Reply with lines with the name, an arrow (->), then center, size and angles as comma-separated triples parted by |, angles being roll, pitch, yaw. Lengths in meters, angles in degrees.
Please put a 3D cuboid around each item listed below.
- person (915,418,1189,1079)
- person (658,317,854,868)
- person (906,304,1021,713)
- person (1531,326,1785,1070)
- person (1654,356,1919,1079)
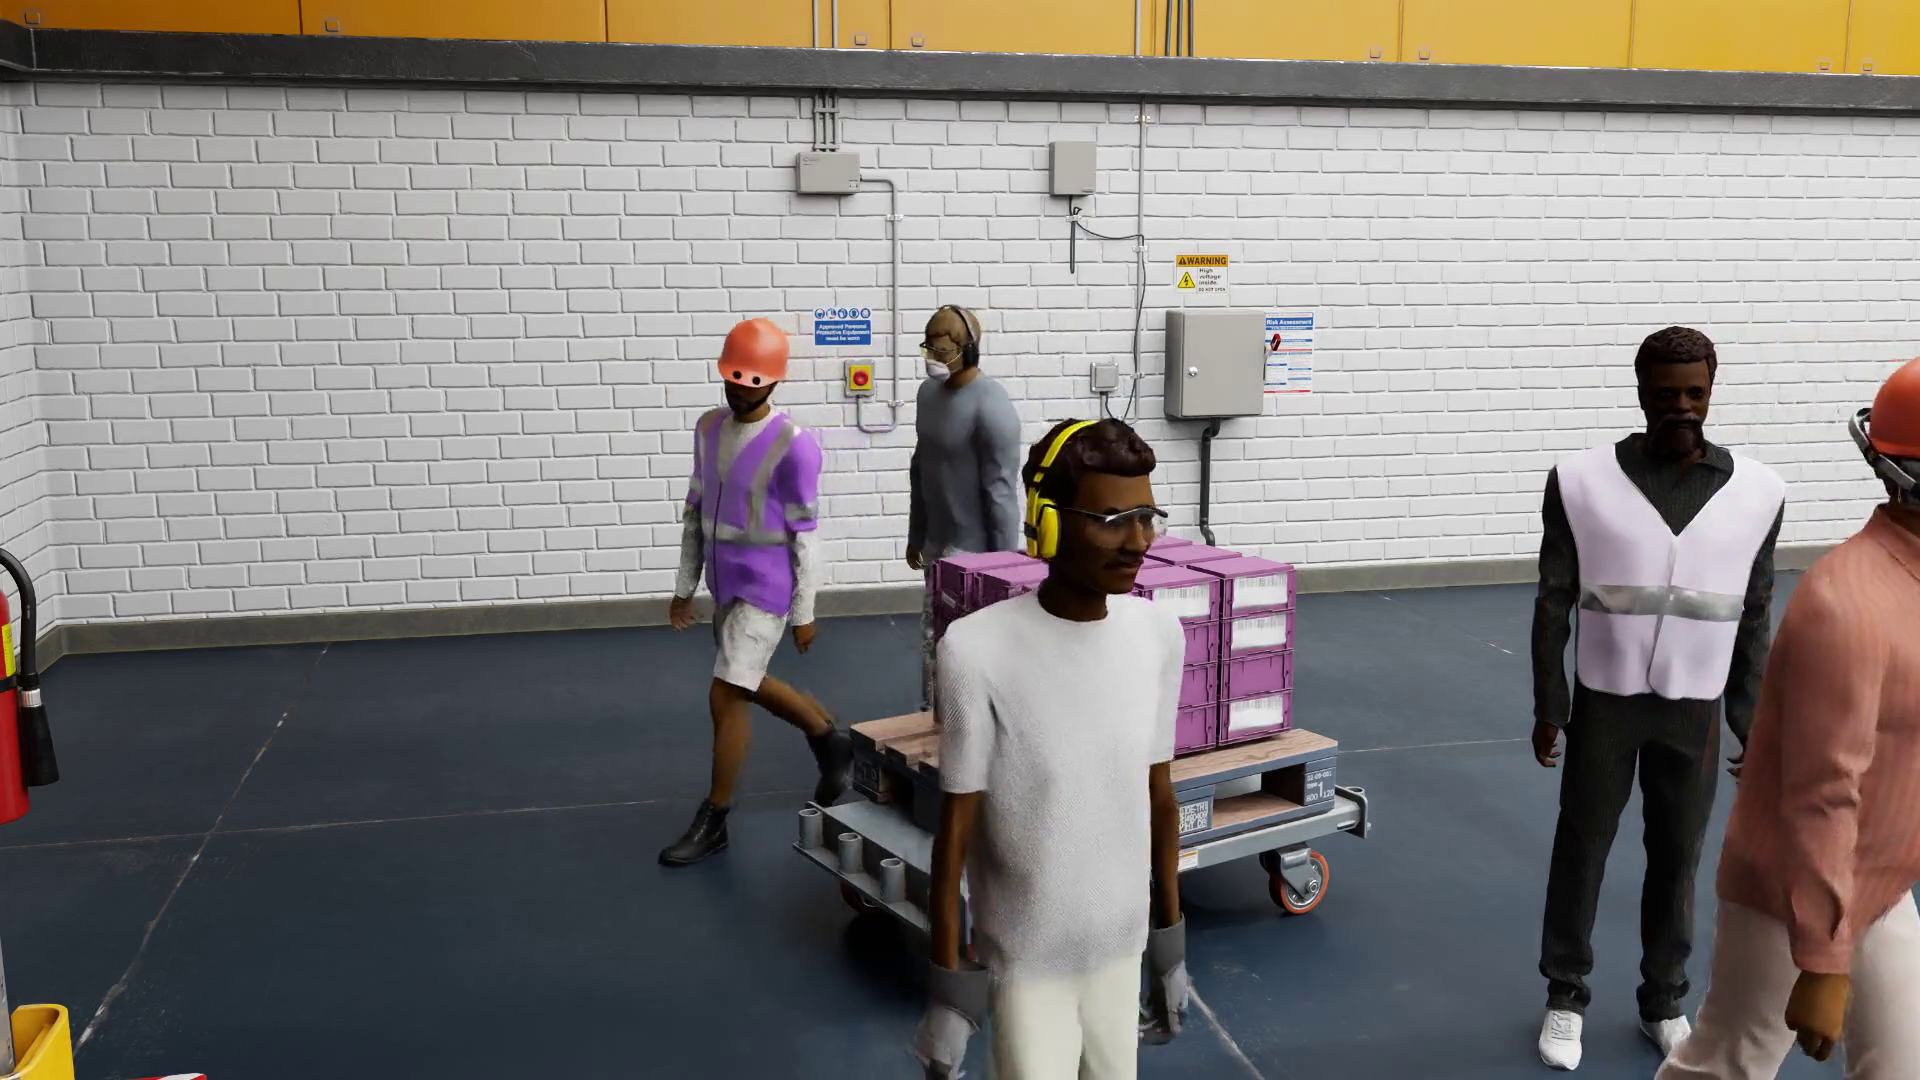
person -> 0.150, 0.709, 2.819 | 0.545, 1.853, 0.465 | -7, 12, -33
person -> -0.660, 0.156, 5.844 | 0.896, 1.887, 0.575 | -10, 14, -44
person -> 0.086, 0.014, 6.555 | 0.845, 1.897, 0.687 | -5, 11, -26
person -> 1.768, 0.414, 4.277 | 0.593, 1.920, 0.392 | 1, 10, 7
person -> 1.590, 0.631, 2.968 | 0.917, 1.947, 0.659 | 10, 14, 43
